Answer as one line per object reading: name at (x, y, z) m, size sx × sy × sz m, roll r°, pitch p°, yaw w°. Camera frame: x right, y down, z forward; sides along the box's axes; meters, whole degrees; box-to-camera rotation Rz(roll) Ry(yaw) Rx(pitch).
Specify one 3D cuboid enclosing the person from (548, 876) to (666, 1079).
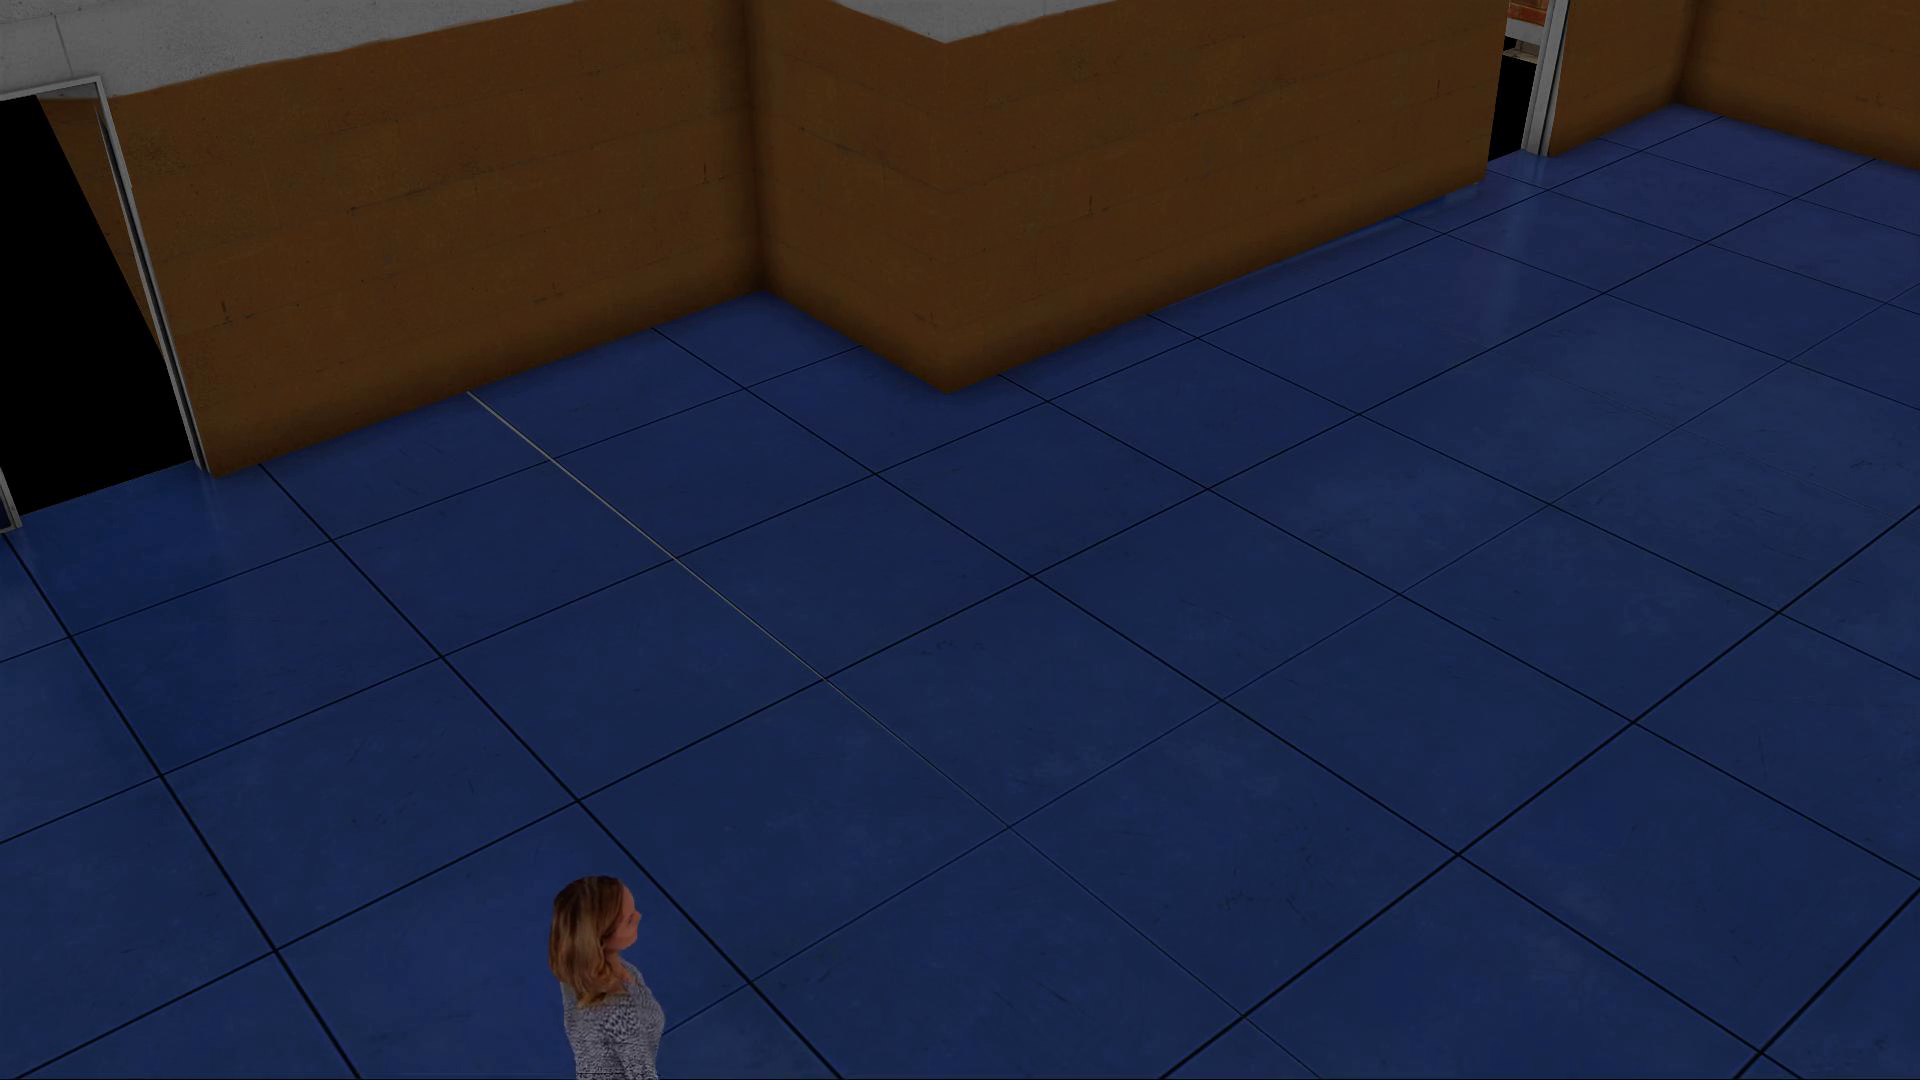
person at (-1.063, 1.702, 4.805) m, size 0.904 × 1.740 × 1.197 m, roll -14°, pitch 36°, yaw -20°
